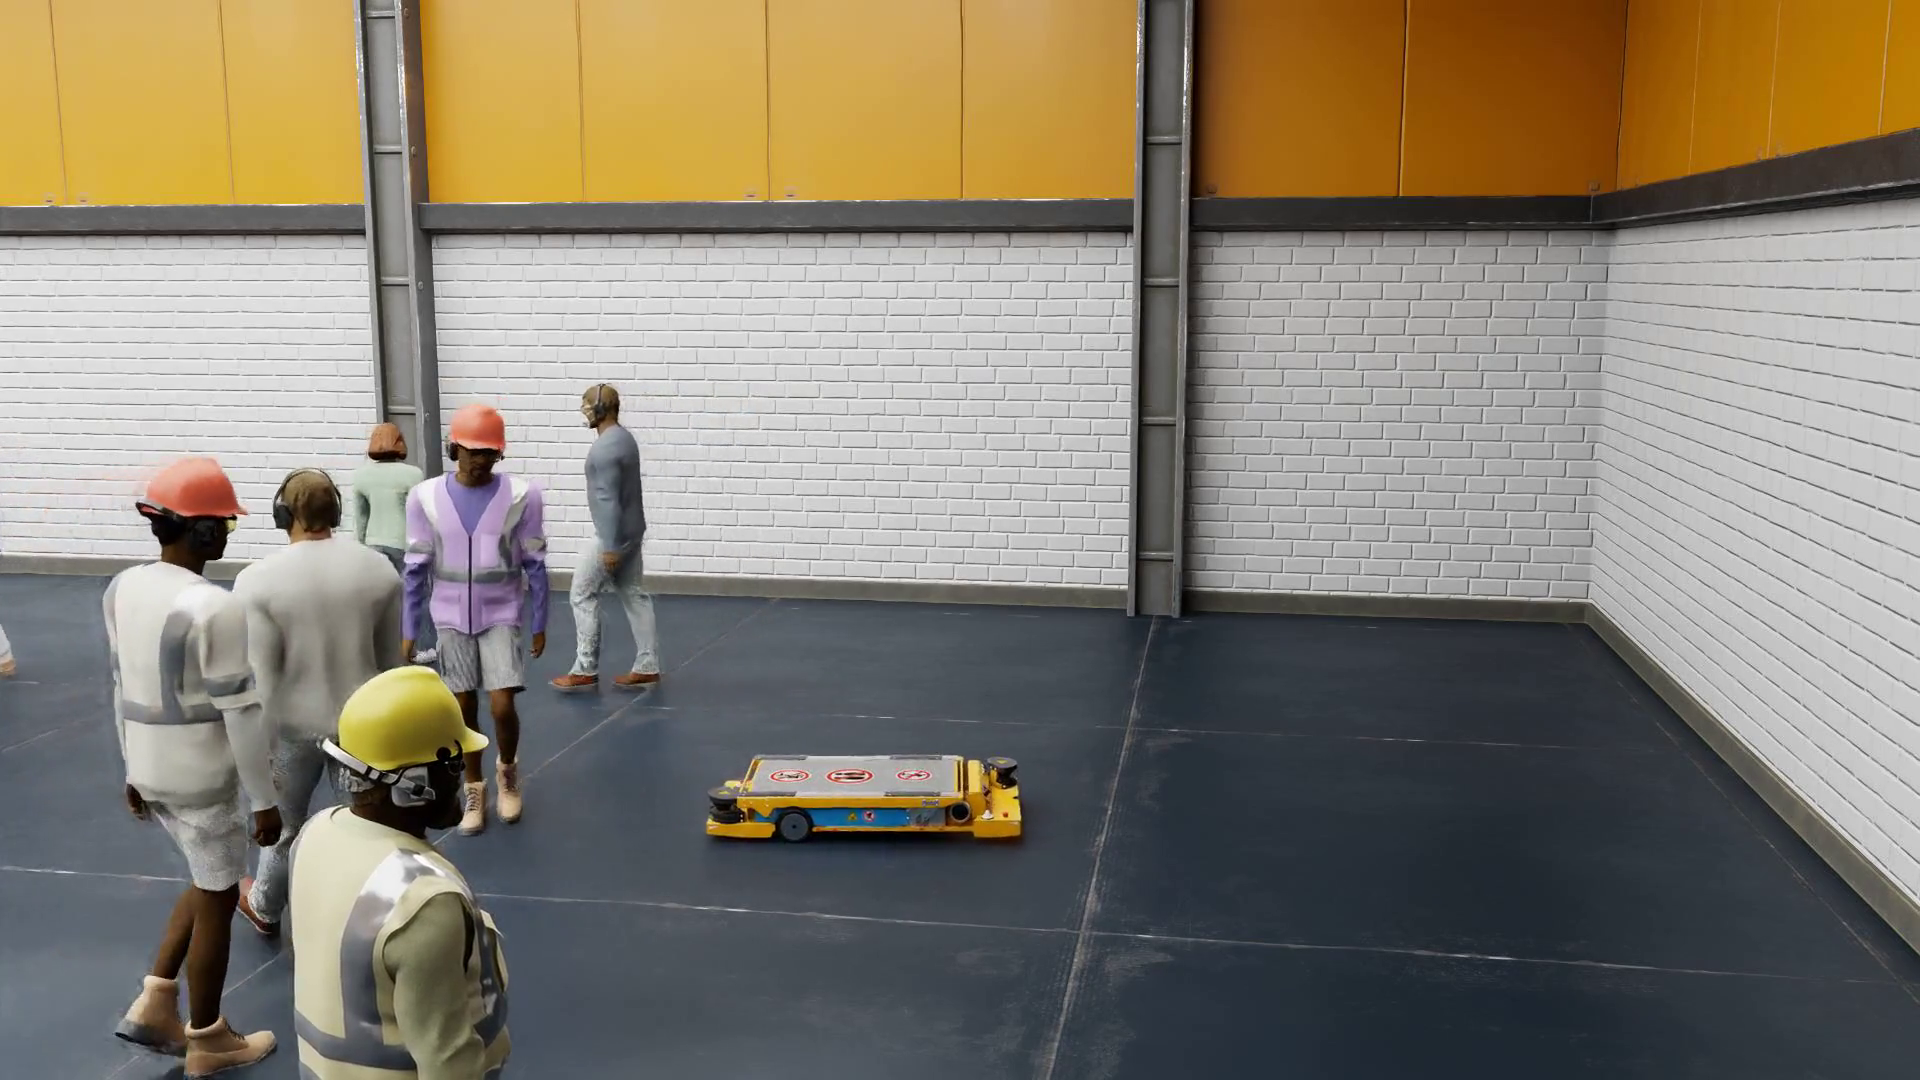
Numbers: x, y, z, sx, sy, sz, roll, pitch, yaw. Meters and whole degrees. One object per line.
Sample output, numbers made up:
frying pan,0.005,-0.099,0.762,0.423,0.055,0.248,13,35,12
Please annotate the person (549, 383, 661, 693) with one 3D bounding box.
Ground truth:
person,-2.240,-0.006,10.260,0.808,1.908,0.660,0,9,3

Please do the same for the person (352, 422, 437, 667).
person,-3.676,0.033,10.901,0.531,1.616,0.558,1,9,7

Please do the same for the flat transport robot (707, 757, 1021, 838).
flat transport robot,-0.437,1.204,7.863,1.431,0.197,0.652,0,9,0

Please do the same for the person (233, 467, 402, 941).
person,-2.417,0.666,6.217,0.641,1.883,1.017,-9,13,-42

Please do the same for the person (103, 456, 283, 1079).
person,-2.427,0.743,5.312,0.642,2.026,0.445,7,11,36

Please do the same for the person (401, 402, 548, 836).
person,-2.224,0.371,7.633,0.639,2.018,0.433,-1,9,-6

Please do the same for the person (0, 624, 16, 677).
person,-6.374,0.036,10.362,0.713,1.814,0.443,-9,13,-43

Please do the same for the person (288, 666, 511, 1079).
person,-1.124,1.154,3.411,0.403,1.826,0.596,-8,12,-41
